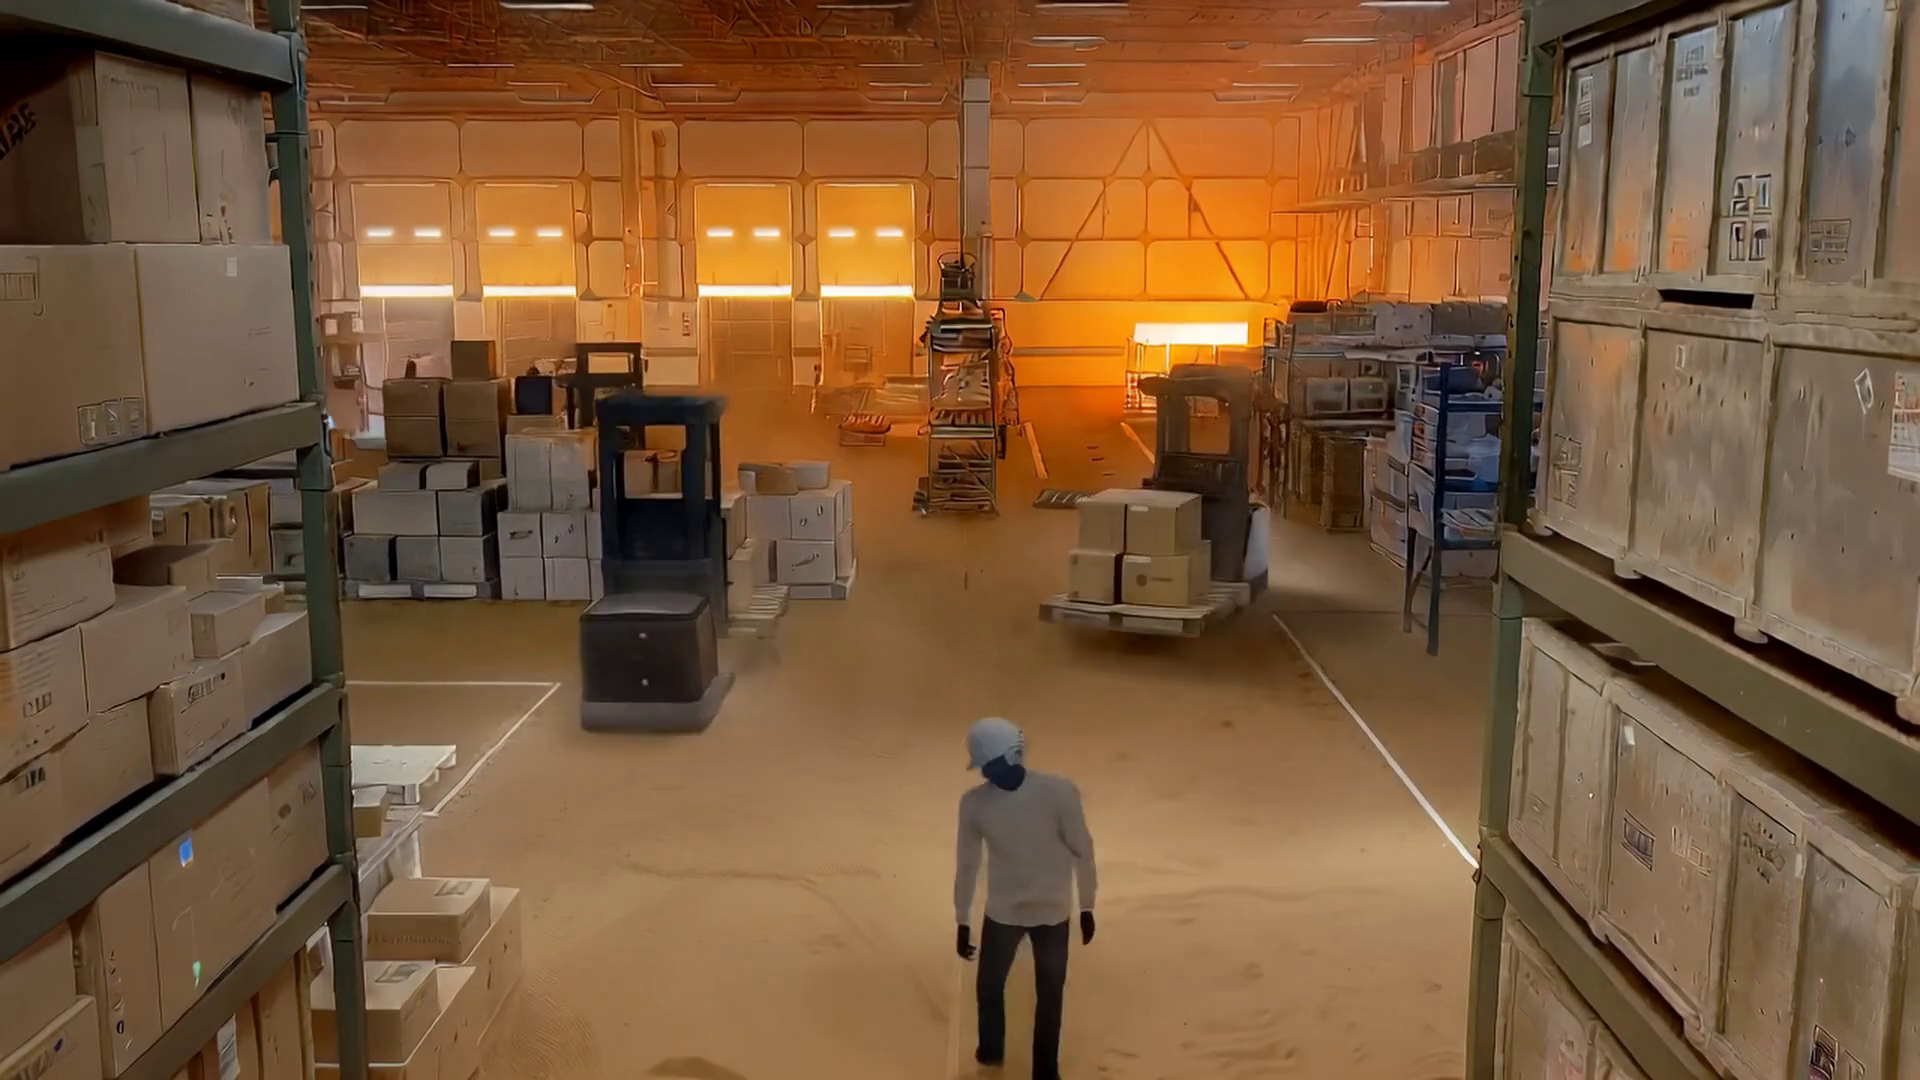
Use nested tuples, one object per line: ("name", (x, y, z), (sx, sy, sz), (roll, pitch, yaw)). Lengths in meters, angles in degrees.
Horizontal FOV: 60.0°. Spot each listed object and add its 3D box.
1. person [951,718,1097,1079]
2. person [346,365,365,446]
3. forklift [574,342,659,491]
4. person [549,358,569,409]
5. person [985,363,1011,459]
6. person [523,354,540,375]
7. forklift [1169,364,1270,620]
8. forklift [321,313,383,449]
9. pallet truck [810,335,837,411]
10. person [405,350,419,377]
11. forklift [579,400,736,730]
("person", (0.300, 1.798, 8.047), (0.720, 1.948, 0.421), (1, 10, 6))
("person", (-12.950, -2.868, 35.530), (0.492, 1.744, 0.295), (3, 10, 18))
("forklift", (-5.084, -1.487, 24.283), (1.129, 2.768, 1.873), (0, 10, 1))
("person", (-9.651, -3.610, 40.207), (0.523, 1.611, 0.781), (1, 10, 4))
("person", (0.737, -2.593, 33.379), (0.550, 1.935, 0.375), (4, 11, 22))
("person", (-9.353, -3.090, 36.291), (0.436, 1.920, 0.649), (-2, 10, -10))
("forklift", (2.907, -0.646, 19.429), (1.129, 2.768, 1.873), (5, 11, 25))
("forklift", (-13.290, -3.411, 35.384), (1.873, 2.768, 1.129), (4, 10, 20))
("pallet truck", (-3.021, -4.312, 43.126), (1.885, 1.965, 0.823), (3, 10, 17))
("person", (-12.873, -3.547, 39.171), (0.345, 1.840, 0.504), (-6, 11, -30))
("forklift", (-2.722, 0.141, 14.888), (1.129, 2.768, 1.873), (0, 10, 1))
